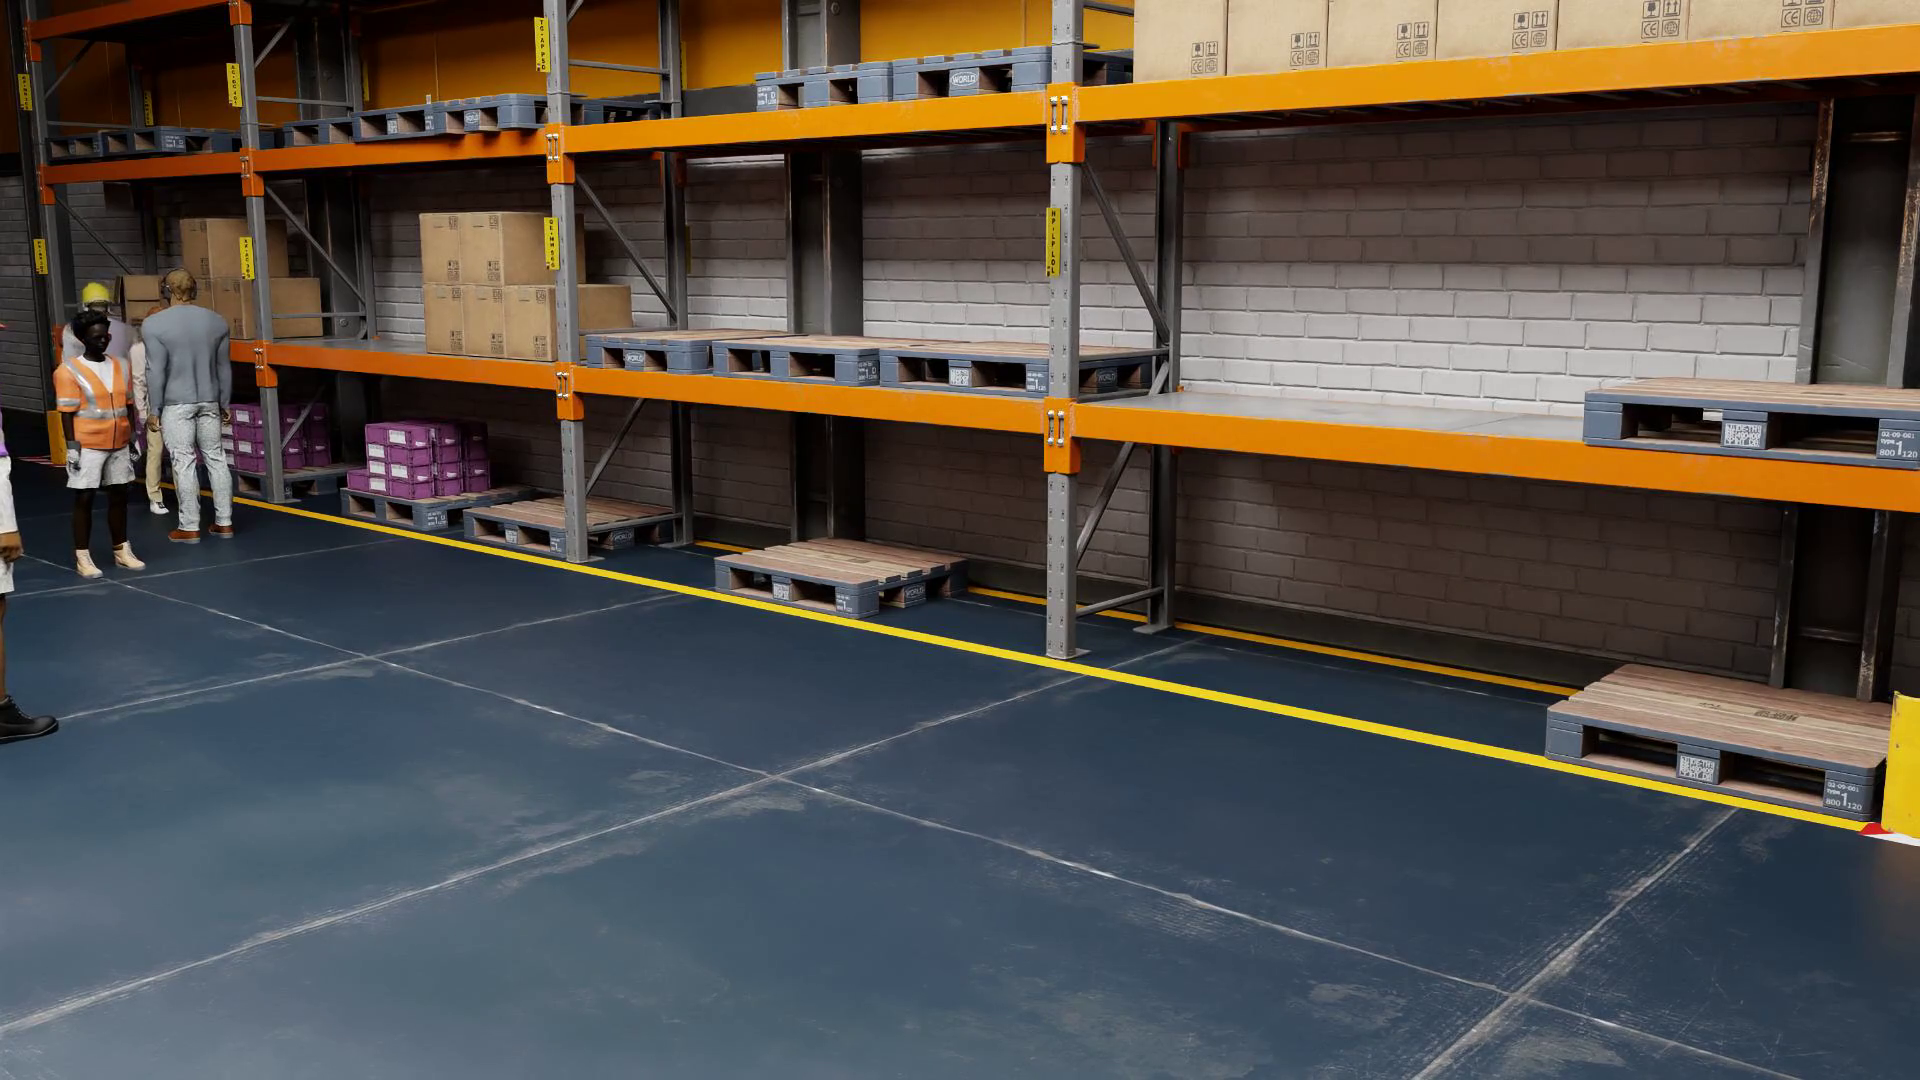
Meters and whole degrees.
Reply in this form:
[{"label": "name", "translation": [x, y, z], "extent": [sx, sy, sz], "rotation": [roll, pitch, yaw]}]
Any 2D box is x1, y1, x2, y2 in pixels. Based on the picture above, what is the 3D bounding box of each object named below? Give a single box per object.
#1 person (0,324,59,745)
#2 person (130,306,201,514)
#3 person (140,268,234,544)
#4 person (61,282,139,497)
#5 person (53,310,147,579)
[{"label": "person", "translation": [-4.150, -0.104, 6.980], "extent": [0.545, 1.933, 0.376], "rotation": [5, 11, 25]}, {"label": "person", "translation": [-6.229, -1.015, 13.049], "extent": [0.282, 1.625, 0.493], "rotation": [6, 12, 30]}, {"label": "person", "translation": [-5.435, -0.943, 11.748], "extent": [0.350, 1.935, 0.634], "rotation": [7, 12, 35]}, {"label": "person", "translation": [-7.034, -1.221, 13.714], "extent": [0.816, 1.805, 0.591], "rotation": [8, 12, 37]}, {"label": "person", "translation": [-5.448, -0.604, 10.535], "extent": [0.322, 1.690, 0.536], "rotation": [5, 11, 26]}]
